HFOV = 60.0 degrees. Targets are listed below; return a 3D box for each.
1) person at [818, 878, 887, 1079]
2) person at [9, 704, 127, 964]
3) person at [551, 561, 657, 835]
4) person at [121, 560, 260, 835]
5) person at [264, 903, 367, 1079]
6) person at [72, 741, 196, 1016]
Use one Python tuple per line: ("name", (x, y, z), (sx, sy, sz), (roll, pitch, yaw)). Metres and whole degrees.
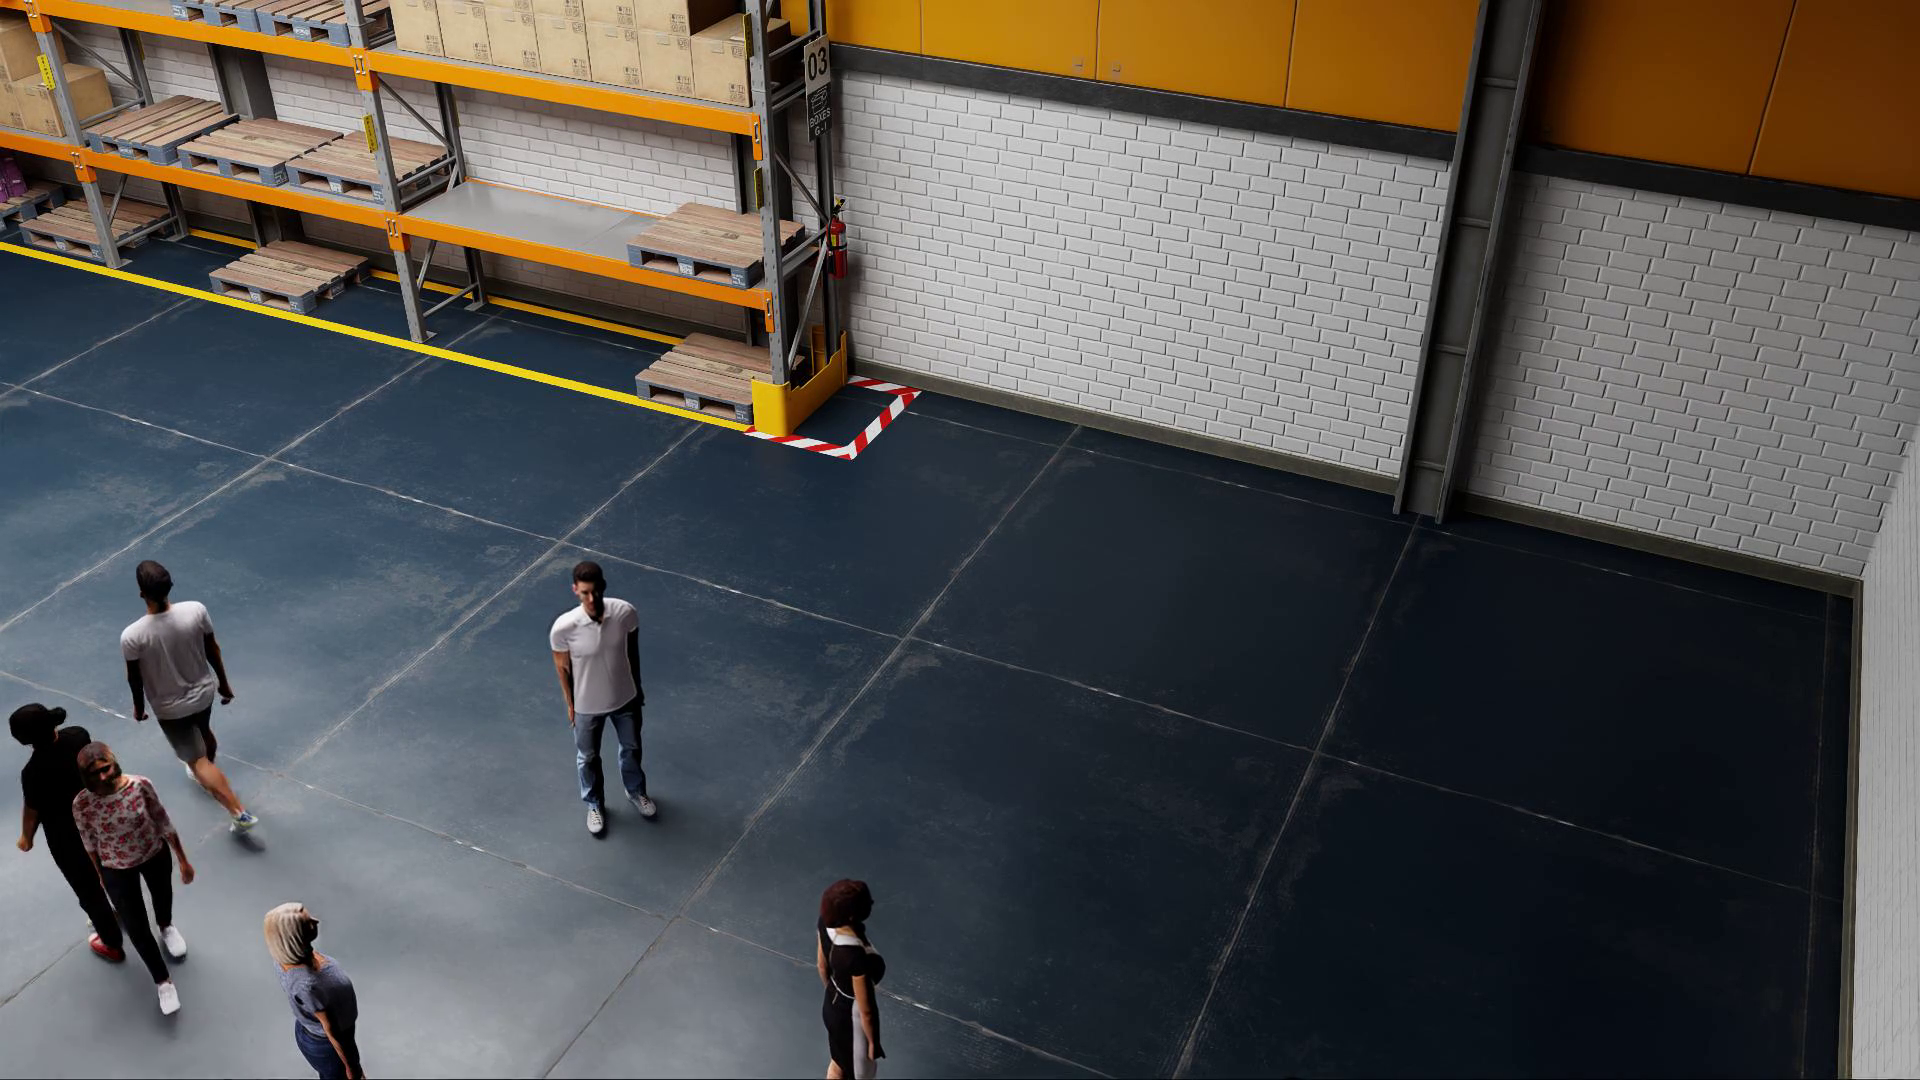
("person", (-0.513, 2.299, 7.924), (0.716, 1.795, 0.615), (-19, 38, -26))
("person", (-4.747, 1.608, 9.010), (0.825, 1.743, 0.781), (8, 34, 12))
("person", (-2.128, 0.912, 9.947), (0.756, 1.865, 0.796), (-14, 36, -20))
("person", (-4.576, 0.977, 9.890), (1.230, 1.821, 0.828), (21, 39, 29))
("person", (-3.009, 2.366, 7.890), (0.719, 1.722, 0.596), (-24, 40, -31))
("person", (-4.483, 1.691, 9.016), (0.883, 1.598, 1.072), (-24, 40, -31))
